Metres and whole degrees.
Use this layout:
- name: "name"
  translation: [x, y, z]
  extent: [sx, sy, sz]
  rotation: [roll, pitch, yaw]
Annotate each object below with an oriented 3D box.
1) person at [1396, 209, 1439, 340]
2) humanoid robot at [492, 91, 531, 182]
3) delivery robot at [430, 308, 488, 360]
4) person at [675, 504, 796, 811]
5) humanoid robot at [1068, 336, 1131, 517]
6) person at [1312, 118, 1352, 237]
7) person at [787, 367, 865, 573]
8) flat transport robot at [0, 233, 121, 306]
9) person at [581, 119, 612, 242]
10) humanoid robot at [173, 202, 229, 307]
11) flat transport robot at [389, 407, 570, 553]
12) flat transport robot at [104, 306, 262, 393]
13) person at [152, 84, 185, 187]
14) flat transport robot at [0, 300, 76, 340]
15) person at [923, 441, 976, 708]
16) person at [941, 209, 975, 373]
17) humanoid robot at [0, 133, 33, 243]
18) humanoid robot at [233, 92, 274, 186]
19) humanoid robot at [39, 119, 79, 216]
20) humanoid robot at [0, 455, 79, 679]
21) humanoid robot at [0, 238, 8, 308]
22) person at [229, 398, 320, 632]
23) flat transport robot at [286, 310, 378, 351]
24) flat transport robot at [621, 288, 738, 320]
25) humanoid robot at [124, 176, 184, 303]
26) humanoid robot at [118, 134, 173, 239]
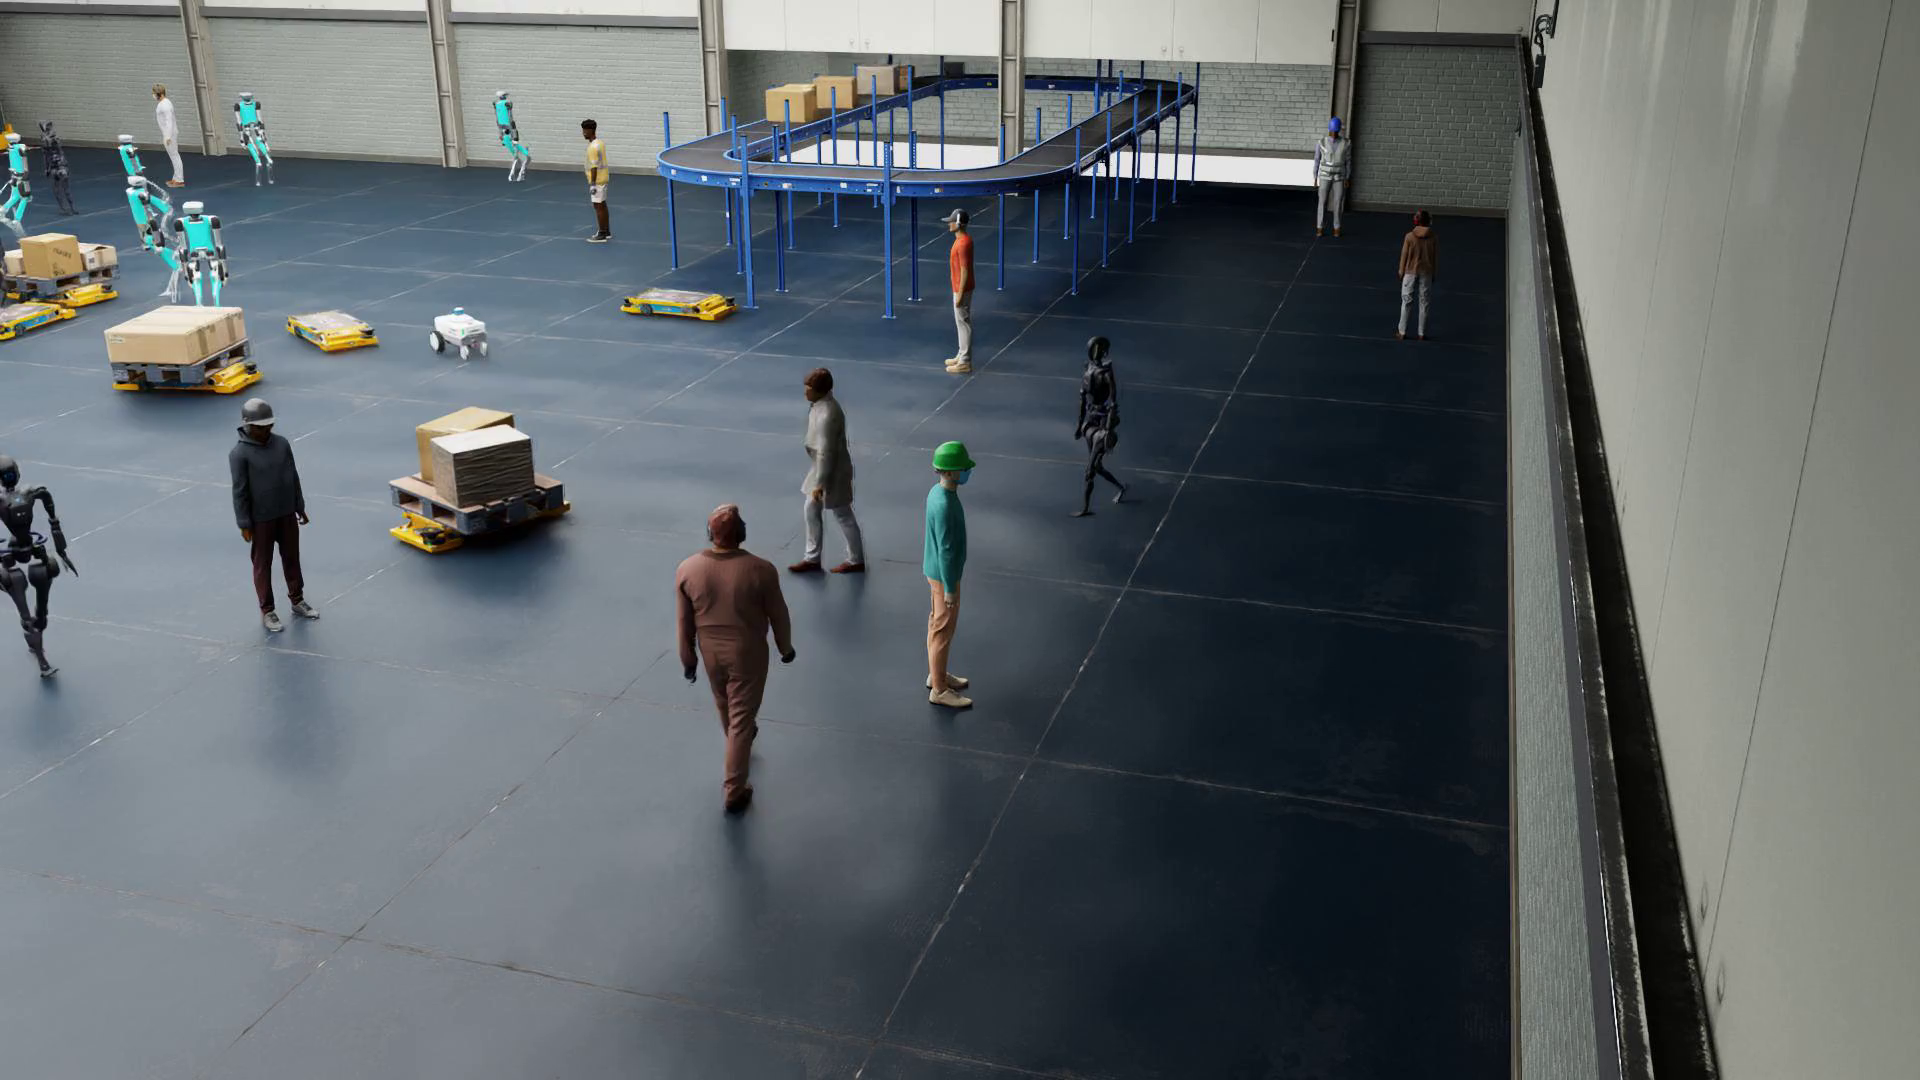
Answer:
- name: "person"
  translation: [5.749, -3.320, 20.873]
  extent: [0.464, 1.647, 0.318]
  rotation: [3, 21, 7]
- name: "humanoid robot"
  translation: [-8.732, -7.912, 32.657]
  extent: [0.554, 1.801, 0.674]
  rotation: [17, 27, 37]
- name: "delivery robot"
  translation: [-6.117, -2.544, 20.368]
  extent: [0.787, 0.587, 0.499]
  rotation: [20, 28, 41]
- name: "person"
  translation: [-1.345, 0.654, 10.271]
  extent: [0.647, 1.862, 0.973]
  rotation: [6, 22, 14]
- name: "humanoid robot"
  translation: [1.290, -1.037, 14.963]
  extent: [0.734, 1.639, 0.612]
  rotation: [-11, 23, -25]
- name: "person"
  translation: [6.106, -5.959, 27.330]
  extent: [0.618, 1.933, 0.414]
  rotation: [2, 21, 4]
- name: "person"
  translation: [-1.105, -0.534, 13.442]
  extent: [0.732, 1.794, 0.537]
  rotation: [-7, 22, -17]
- name: "flat transport robot"
  translation: [-12.520, -3.483, 23.210]
  extent: [1.431, 0.231, 0.659]
  rotation: [9, 23, 22]
- name: "person"
  translation: [-5.881, -5.818, 26.926]
  extent: [0.378, 1.958, 0.603]
  rotation: [0, 21, 1]
- name: "humanoid robot"
  translation: [-9.324, -3.227, 20.539]
  extent: [0.542, 1.821, 0.651]
  rotation: [-7, 22, -18]
- name: "flat transport robot"
  translation: [-4.242, -0.222, 14.752]
  extent: [0.659, 0.231, 1.431]
  rotation: [17, 27, 38]
- name: "flat transport robot"
  translation: [-8.844, -1.868, 19.022]
  extent: [1.431, 0.231, 0.659]
  rotation: [2, 21, 5]
- name: "person"
  translation: [-15.272, -7.796, 32.088]
  extent: [0.372, 1.935, 0.627]
  rotation: [-10, 23, -25]
- name: "flat transport robot"
  translation: [-12.246, -2.843, 21.552]
  extent: [0.659, 0.231, 1.431]
  rotation: [4, 21, 10]
- name: "person"
  translation: [-0.072, 0.222, 11.372]
  extent: [0.362, 1.872, 0.529]
  rotation: [-1, 21, -3]
- name: "person"
  translation: [-0.021, -2.918, 19.465]
  extent: [0.392, 1.911, 0.481]
  rotation: [0, 21, -1]
- name: "humanoid robot"
  translation: [-15.131, -5.504, 26.521]
  extent: [0.540, 1.881, 0.677]
  rotation: [16, 27, 36]
- name: "humanoid robot"
  translation: [-13.602, -7.746, 32.184]
  extent: [0.657, 1.768, 0.535]
  rotation: [17, 27, 38]
- name: "humanoid robot"
  translation: [-15.845, -6.542, 29.188]
  extent: [0.609, 1.655, 0.328]
  rotation: [12, 24, 28]
- name: "humanoid robot"
  translation: [-6.631, 0.170, 11.846]
  extent: [0.774, 1.625, 0.616]
  rotation: [18, 27, 38]
- name: "humanoid robot"
  translation: [-12.846, -3.738, 21.926]
  extent: [0.601, 1.640, 0.322]
  rotation: [6, 22, 16]
- name: "person"
  translation: [-5.208, -0.206, 12.578]
  extent: [0.381, 1.806, 0.551]
  rotation: [15, 26, 34]
- name: "flat transport robot"
  translation: [-7.976, -2.660, 21.077]
  extent: [0.659, 0.231, 1.431]
  rotation: [-17, 27, -36]
- name: "flat transport robot"
  translation: [-3.786, -3.174, 22.410]
  extent: [1.431, 0.231, 0.659]
  rotation: [8, 23, 20]
- name: "humanoid robot"
  translation: [-10.932, -4.109, 22.839]
  extent: [0.545, 1.818, 0.746]
  rotation: [18, 27, 38]
- name: "humanoid robot"
  translation: [-13.018, -5.692, 26.876]
  extent: [0.840, 1.748, 0.539]
  rotation: [-16, 26, -36]
